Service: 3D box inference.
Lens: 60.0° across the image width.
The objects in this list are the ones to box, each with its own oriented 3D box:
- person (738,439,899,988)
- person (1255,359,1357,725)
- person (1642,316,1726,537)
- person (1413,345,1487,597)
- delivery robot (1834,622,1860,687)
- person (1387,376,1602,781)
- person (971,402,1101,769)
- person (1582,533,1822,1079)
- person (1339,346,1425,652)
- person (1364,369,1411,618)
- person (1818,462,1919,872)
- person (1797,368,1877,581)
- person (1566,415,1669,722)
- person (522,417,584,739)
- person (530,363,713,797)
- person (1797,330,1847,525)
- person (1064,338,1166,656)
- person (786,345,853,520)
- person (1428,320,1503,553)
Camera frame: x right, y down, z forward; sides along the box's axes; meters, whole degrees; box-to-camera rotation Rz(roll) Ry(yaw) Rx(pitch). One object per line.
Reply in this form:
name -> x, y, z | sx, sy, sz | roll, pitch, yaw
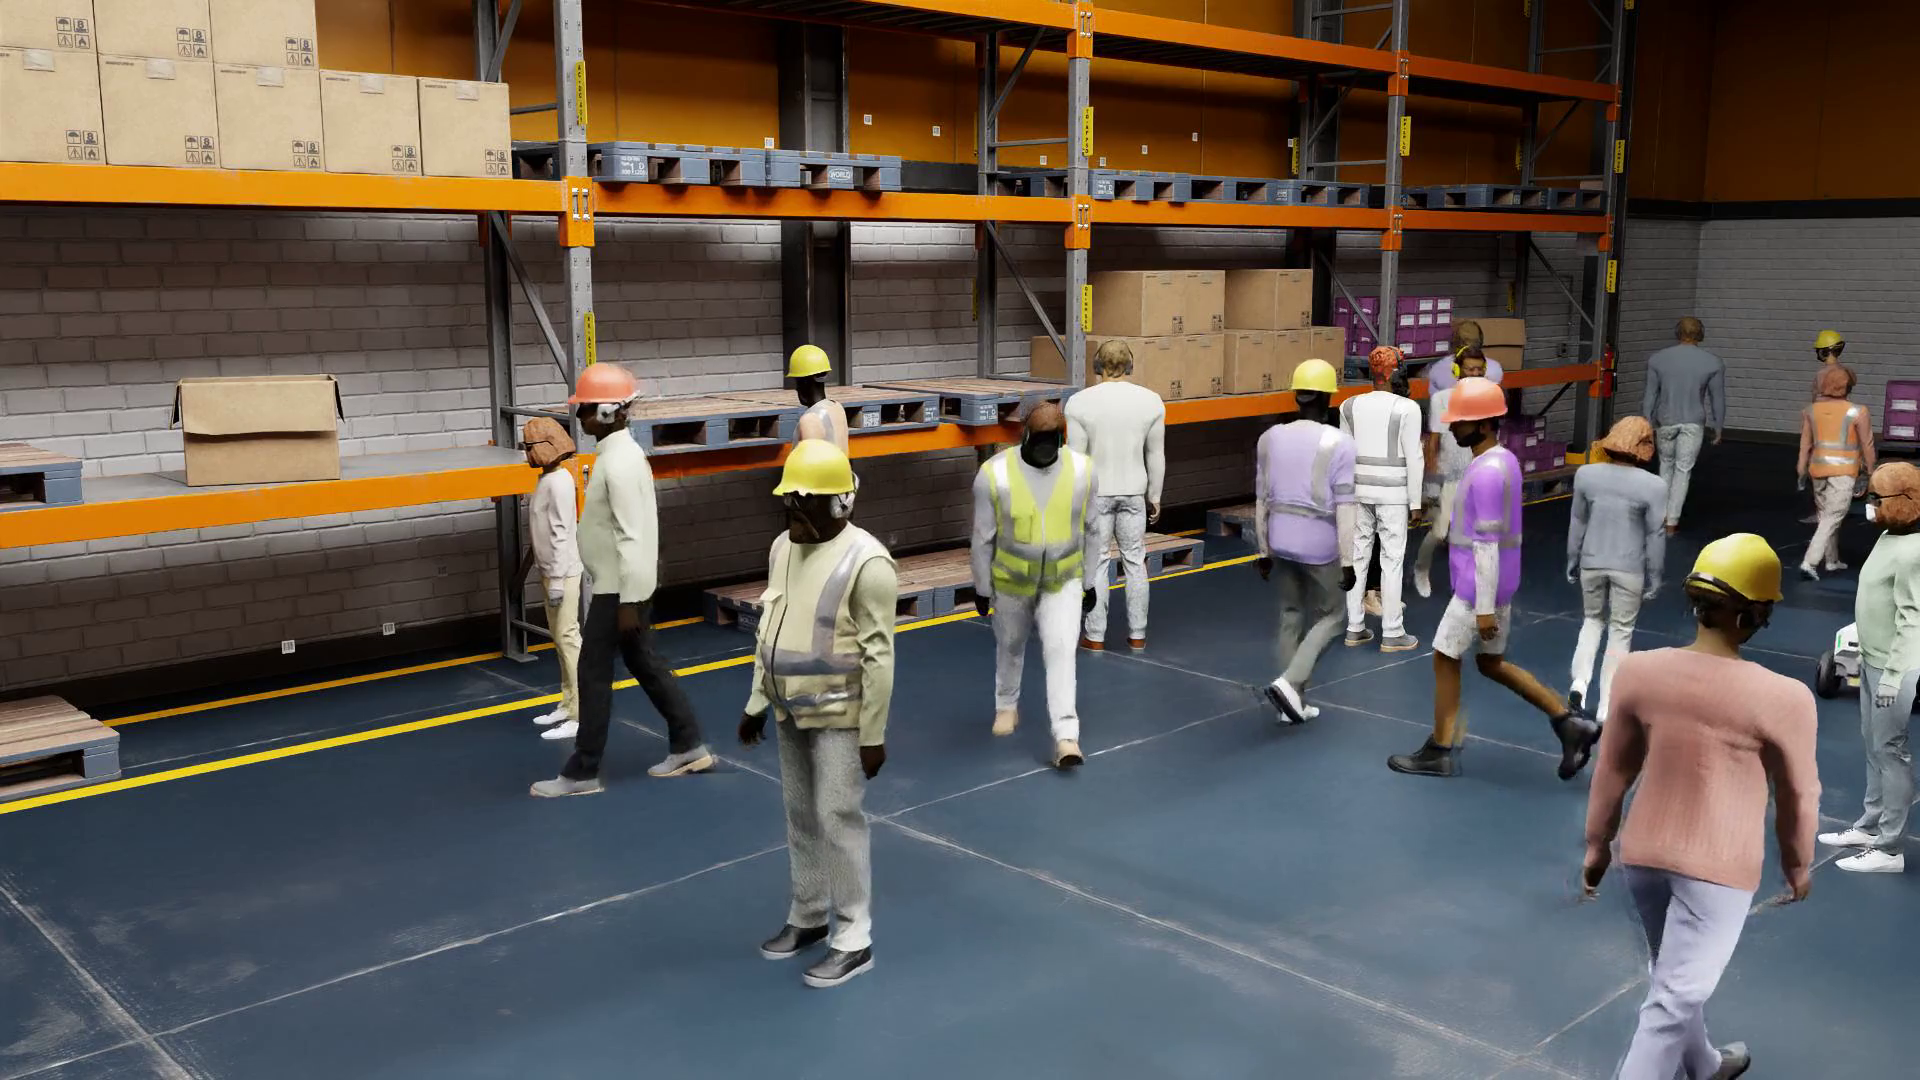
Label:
person -> -0.475, 0.563, 5.661 | 0.404, 1.829, 0.608 | -9, 13, -41
person -> 1.762, 0.031, 8.530 | 0.486, 1.908, 0.612 | -9, 13, -42
person -> 6.390, -1.010, 14.652 | 0.660, 1.899, 0.932 | 6, 12, 33
person -> 3.424, -0.437, 11.504 | 0.510, 1.843, 0.849 | -1, 10, -7
delivery robot -> 5.096, 0.557, 9.146 | 0.477, 0.478, 0.707 | 9, 13, 44
person -> 2.463, 0.202, 7.578 | 0.859, 1.903, 0.542 | 5, 11, 28
person -> 0.371, 0.197, 8.091 | 0.639, 1.737, 1.103 | -1, 10, -4
person -> 1.980, 0.835, 4.365 | 0.931, 1.720, 0.519 | -6, 12, -33
person -> 2.602, -0.252, 10.280 | 0.355, 1.883, 0.573 | -10, 14, -44
person -> 2.895, -0.328, 11.265 | 0.315, 1.696, 0.541 | 6, 11, 30
person -> 3.665, 0.502, 6.597 | 0.289, 1.632, 0.497 | 3, 10, 17
person -> 6.587, -0.500, 12.552 | 0.812, 1.598, 0.519 | -6, 11, -30
person -> 3.410, 0.155, 8.660 | 0.519, 1.613, 0.358 | 9, 13, 43
person -> -2.055, 0.188, 8.450 | 0.270, 1.627, 0.499 | -4, 11, -23
person -> -1.545, 0.181, 7.559 | 0.697, 1.990, 0.629 | -2, 10, -9
person -> 7.849, -1.018, 15.108 | 0.533, 1.765, 0.329 | -8, 13, -40
person -> 0.936, -0.256, 10.139 | 0.635, 1.936, 0.355 | -2, 10, -9
person -> -0.821, -0.163, 9.636 | 0.383, 1.924, 0.589 | 2, 10, 10
person -> 4.023, -0.802, 13.379 | 0.616, 1.923, 0.638 | -9, 13, -41
